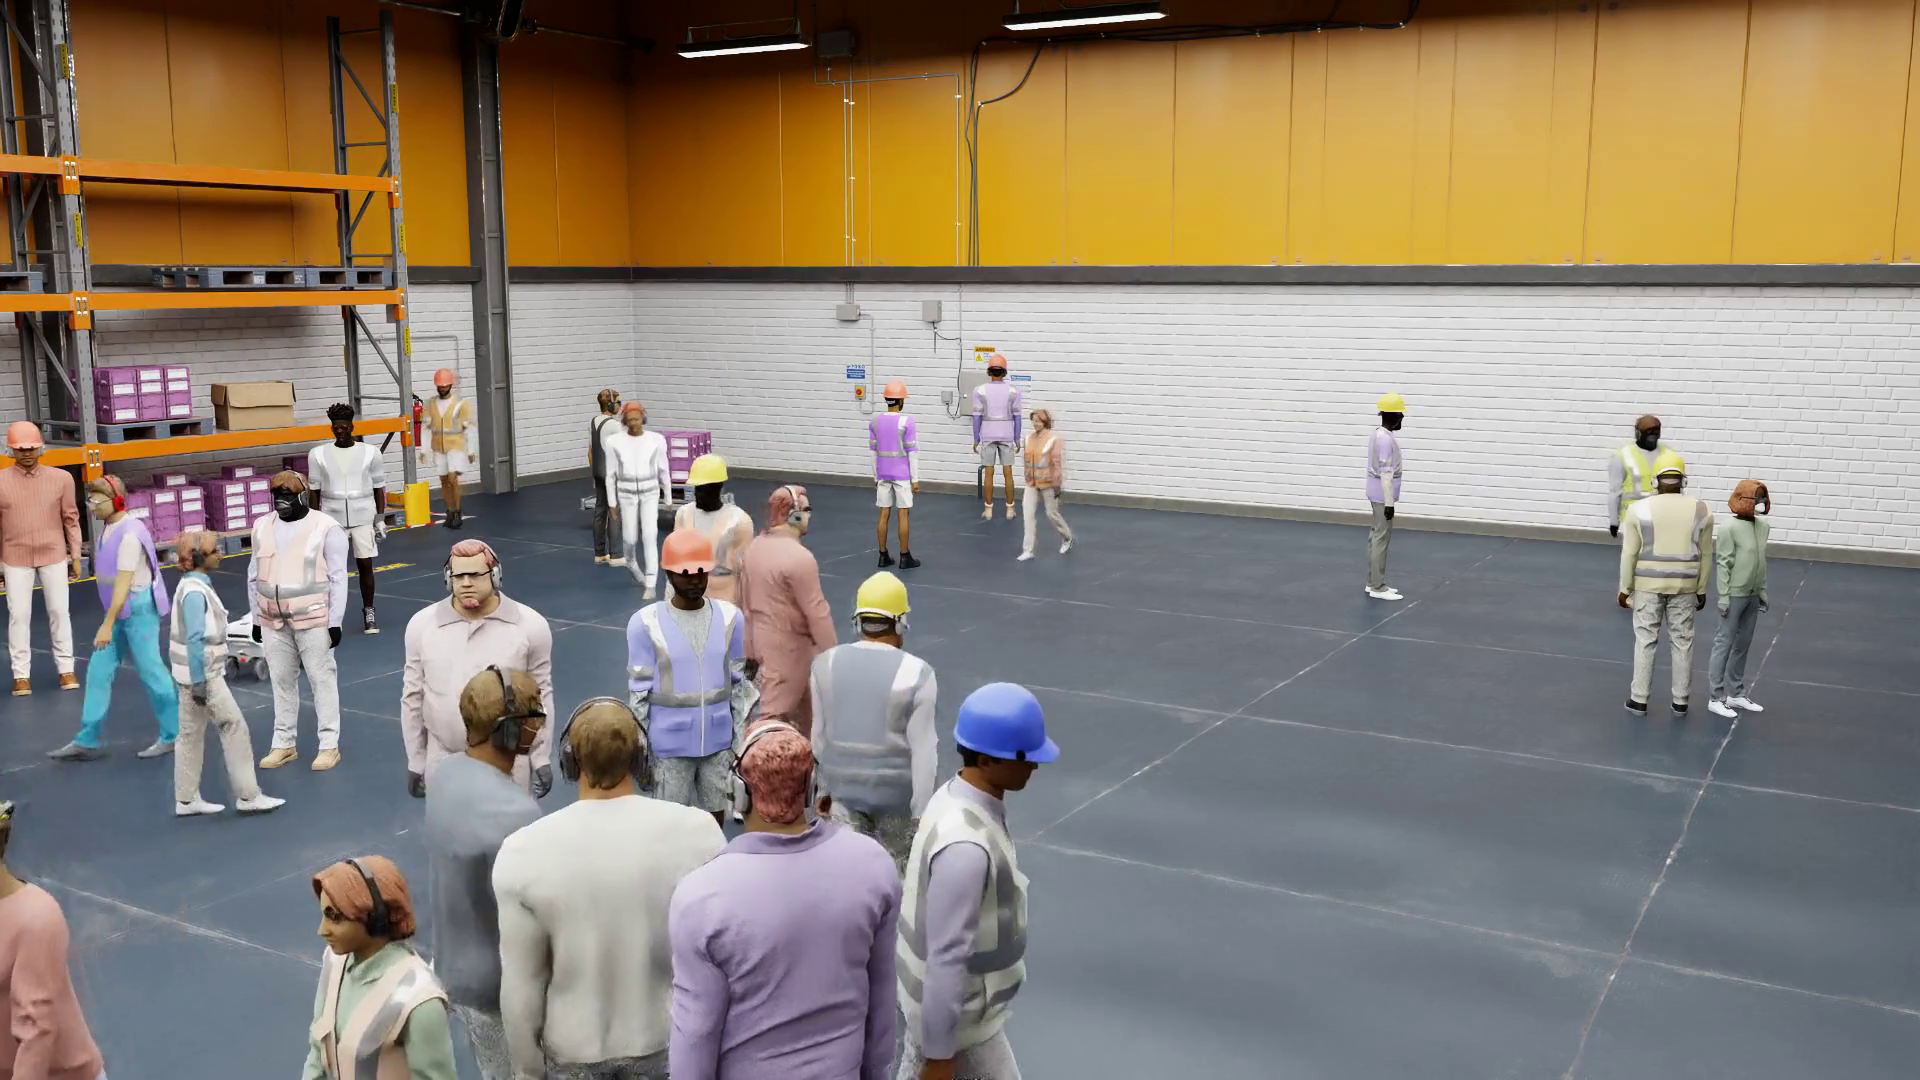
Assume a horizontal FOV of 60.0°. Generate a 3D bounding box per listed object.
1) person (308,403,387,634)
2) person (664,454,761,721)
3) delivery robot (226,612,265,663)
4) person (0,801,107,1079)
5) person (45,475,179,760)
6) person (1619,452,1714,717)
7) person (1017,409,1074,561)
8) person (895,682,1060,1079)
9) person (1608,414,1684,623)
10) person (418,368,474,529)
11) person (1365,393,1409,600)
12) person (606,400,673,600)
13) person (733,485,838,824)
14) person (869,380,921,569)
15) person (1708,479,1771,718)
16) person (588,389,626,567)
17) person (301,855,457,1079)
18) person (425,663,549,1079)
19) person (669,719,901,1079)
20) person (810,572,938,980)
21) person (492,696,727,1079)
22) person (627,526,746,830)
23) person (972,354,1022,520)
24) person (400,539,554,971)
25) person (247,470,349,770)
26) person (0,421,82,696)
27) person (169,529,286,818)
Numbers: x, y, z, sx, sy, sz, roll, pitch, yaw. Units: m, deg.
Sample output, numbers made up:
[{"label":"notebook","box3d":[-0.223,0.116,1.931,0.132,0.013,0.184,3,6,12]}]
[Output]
[{"label":"person","box3d":[-5.125,-0.173,13.933,0.612,1.963,0.363,-3,10,-17]},{"label":"person","box3d":[-1.578,0.361,10.871,0.605,1.890,0.963,6,11,33]},{"label":"delivery robot","box3d":[-5.270,0.688,12.657,0.477,0.478,0.707,2,9,13]},{"label":"person","box3d":[-2.551,1.481,4.437,0.553,1.693,0.916,4,10,26]},{"label":"person","box3d":[-5.248,0.506,10.230,0.872,1.798,0.556,-9,13,-44]},{"label":"person","box3d":[4.815,0.308,11.382,0.588,1.823,0.403,2,9,10]},{"label":"person","box3d":[0.914,-0.604,17.726,0.522,1.616,0.740,8,12,40]},{"label":"person","box3d":[0.098,1.318,4.813,0.938,1.888,0.741,0,9,-1]},{"label":"person","box3d":[6.034,-0.218,14.707,0.617,1.812,0.916,-1,9,-9]},{"label":"person","box3d":[-6.104,-1.077,19.729,0.558,1.908,0.669,1,9,5]},{"label":"person","box3d":[3.978,-0.411,15.538,0.363,1.927,0.587,1,9,7]},{"label":"person","box3d":[-3.024,-0.403,15.700,0.604,1.866,0.722,-1,9,-9]},{"label":"person","box3d":[-0.874,0.625,9.293,0.986,1.859,0.648,-5,10,-27]},{"label":"person","box3d":[-0.662,-0.668,17.113,0.545,1.938,0.355,5,10,27]},{"label":"person","box3d":[5.379,0.393,11.438,0.500,1.633,0.281,-6,11,-31]},{"label":"person","box3d":[-3.639,-0.647,17.265,0.514,1.844,0.328,8,12,40]},{"label":"person","box3d":[-1.463,1.565,4.244,0.861,1.586,0.503,-8,12,-40]},{"label":"person","box3d":[-1.345,1.302,4.851,0.475,1.921,0.638,-6,11,-31]},{"label":"person","box3d":[-0.466,1.401,4.294,0.651,1.906,0.403,-6,11,-34]},{"label":"person","box3d":[-0.399,1.045,6.874,0.595,1.803,0.787,4,10,22]},{"label":"person","box3d":[-0.913,1.379,4.481,0.630,1.909,0.890,-2,9,-12]},{"label":"person","box3d":[-1.181,0.896,7.348,0.545,1.938,0.359,-5,11,-31]},{"label":"person","box3d":[0.457,-1.268,20.524,0.608,2.045,0.391,0,9,0]},{"label":"person","box3d":[-2.070,0.942,7.156,0.637,1.911,0.406,-1,9,-9]},{"label":"person","box3d":[-4.057,0.491,10.176,0.627,1.844,0.429,1,9,7]},{"label":"person","box3d":[-6.675,0.129,11.996,0.621,1.986,0.407,-6,11,-34]},{"label":"person","box3d":[-4.097,0.742,9.274,0.674,1.614,0.540,-5,10,-27]}]
